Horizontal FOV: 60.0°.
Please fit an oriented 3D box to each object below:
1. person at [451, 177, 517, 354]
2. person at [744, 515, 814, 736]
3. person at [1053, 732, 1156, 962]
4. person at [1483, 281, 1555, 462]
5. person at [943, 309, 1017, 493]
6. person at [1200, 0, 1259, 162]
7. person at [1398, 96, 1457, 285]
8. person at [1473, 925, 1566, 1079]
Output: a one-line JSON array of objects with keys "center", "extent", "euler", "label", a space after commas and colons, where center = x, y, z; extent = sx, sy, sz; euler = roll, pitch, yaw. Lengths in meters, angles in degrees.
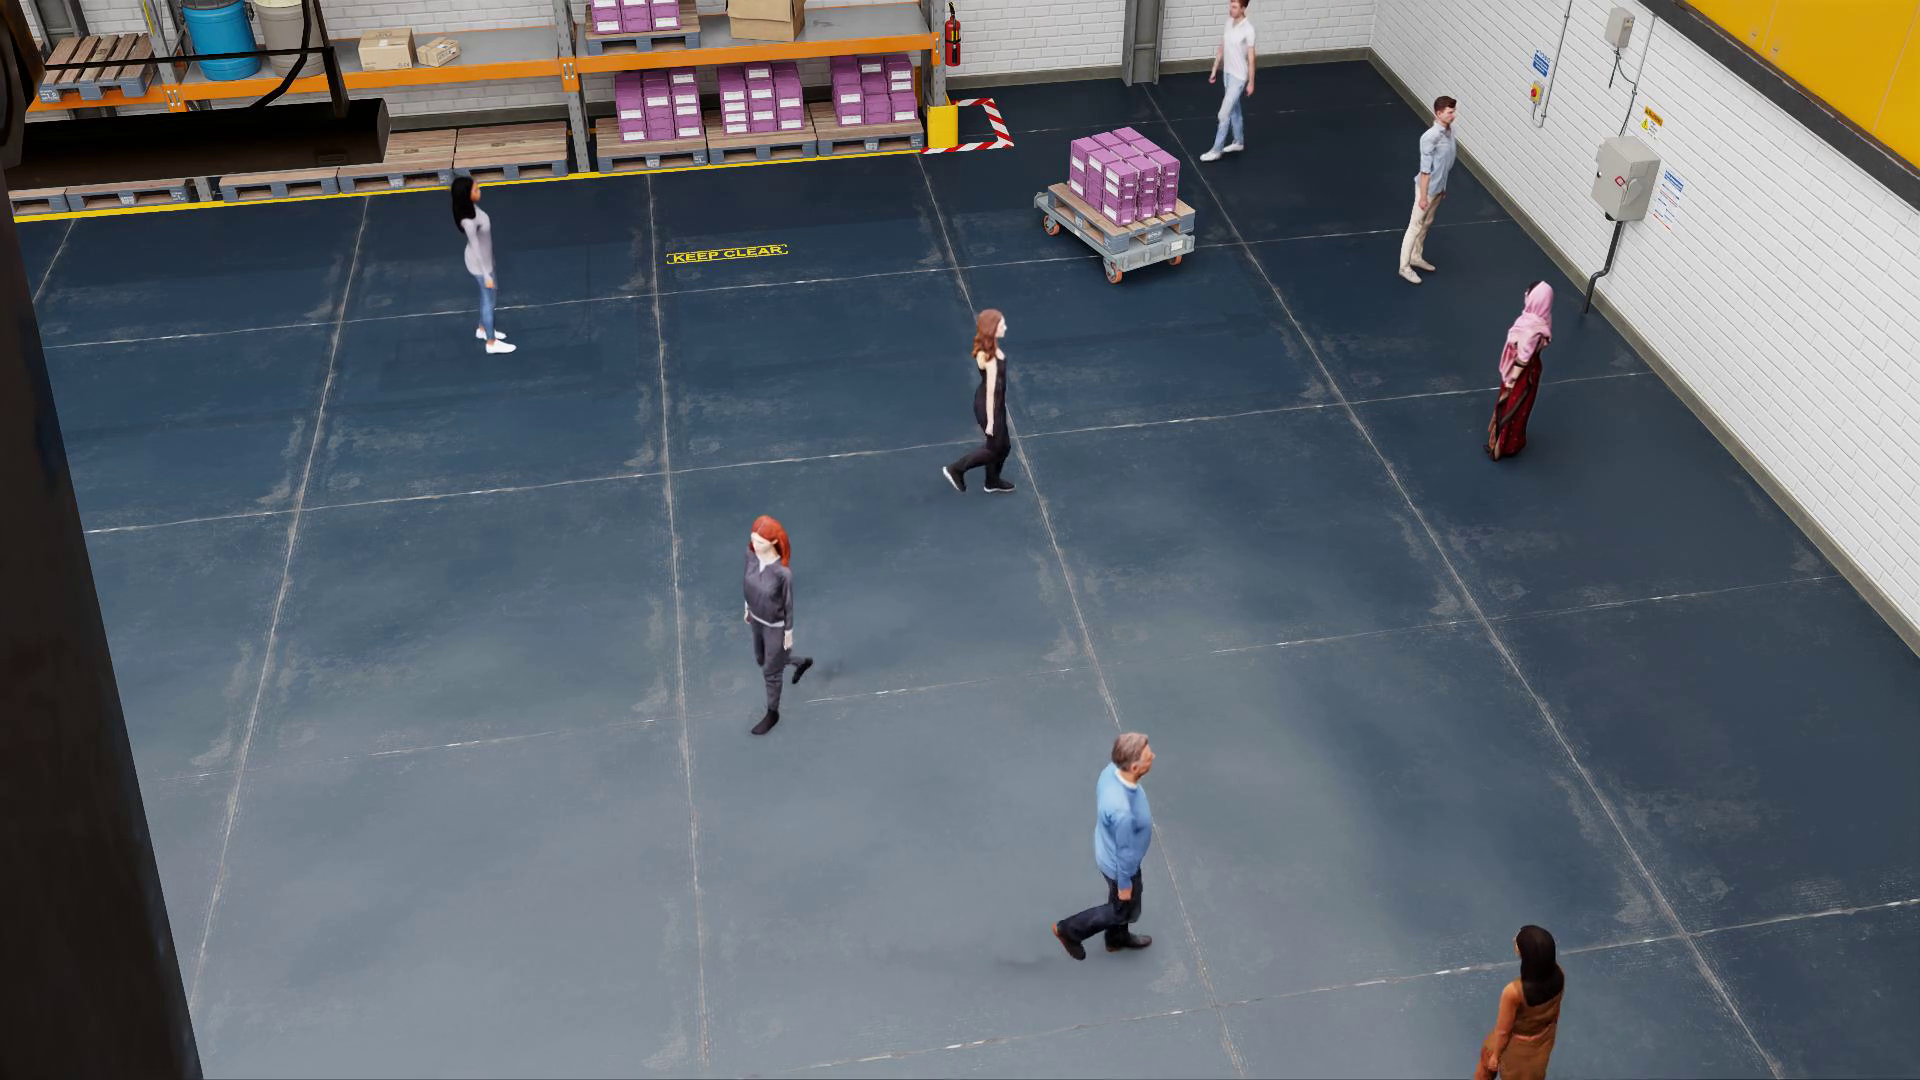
[{"center": [-4.377, -2.496, 15.050], "extent": [0.594, 1.731, 0.652], "euler": [-9, 39, -11], "label": "person"}, {"center": [-1.231, 0.518, 11.246], "extent": [0.881, 1.769, 0.979], "euler": [30, 48, 32], "label": "person"}, {"center": [0.855, 1.808, 9.602], "extent": [0.910, 1.805, 0.772], "euler": [1, 39, 1], "label": "person"}, {"center": [4.661, -1.420, 13.776], "extent": [0.807, 1.639, 0.760], "euler": [21, 43, 24], "label": "person"}, {"center": [0.157, -1.072, 13.265], "extent": [0.860, 1.734, 0.652], "euler": [-1, 39, -2], "label": "person"}, {"center": [3.091, -5.086, 18.215], "extent": [0.975, 1.830, 0.830], "euler": [-17, 41, -20], "label": "person"}, {"center": [4.554, -3.426, 16.121], "extent": [0.788, 1.848, 0.708], "euler": [28, 46, 30], "label": "person"}, {"center": [2.982, 2.703, 8.617], "extent": [1.078, 1.636, 0.996], "euler": [-28, 46, -30], "label": "person"}]
